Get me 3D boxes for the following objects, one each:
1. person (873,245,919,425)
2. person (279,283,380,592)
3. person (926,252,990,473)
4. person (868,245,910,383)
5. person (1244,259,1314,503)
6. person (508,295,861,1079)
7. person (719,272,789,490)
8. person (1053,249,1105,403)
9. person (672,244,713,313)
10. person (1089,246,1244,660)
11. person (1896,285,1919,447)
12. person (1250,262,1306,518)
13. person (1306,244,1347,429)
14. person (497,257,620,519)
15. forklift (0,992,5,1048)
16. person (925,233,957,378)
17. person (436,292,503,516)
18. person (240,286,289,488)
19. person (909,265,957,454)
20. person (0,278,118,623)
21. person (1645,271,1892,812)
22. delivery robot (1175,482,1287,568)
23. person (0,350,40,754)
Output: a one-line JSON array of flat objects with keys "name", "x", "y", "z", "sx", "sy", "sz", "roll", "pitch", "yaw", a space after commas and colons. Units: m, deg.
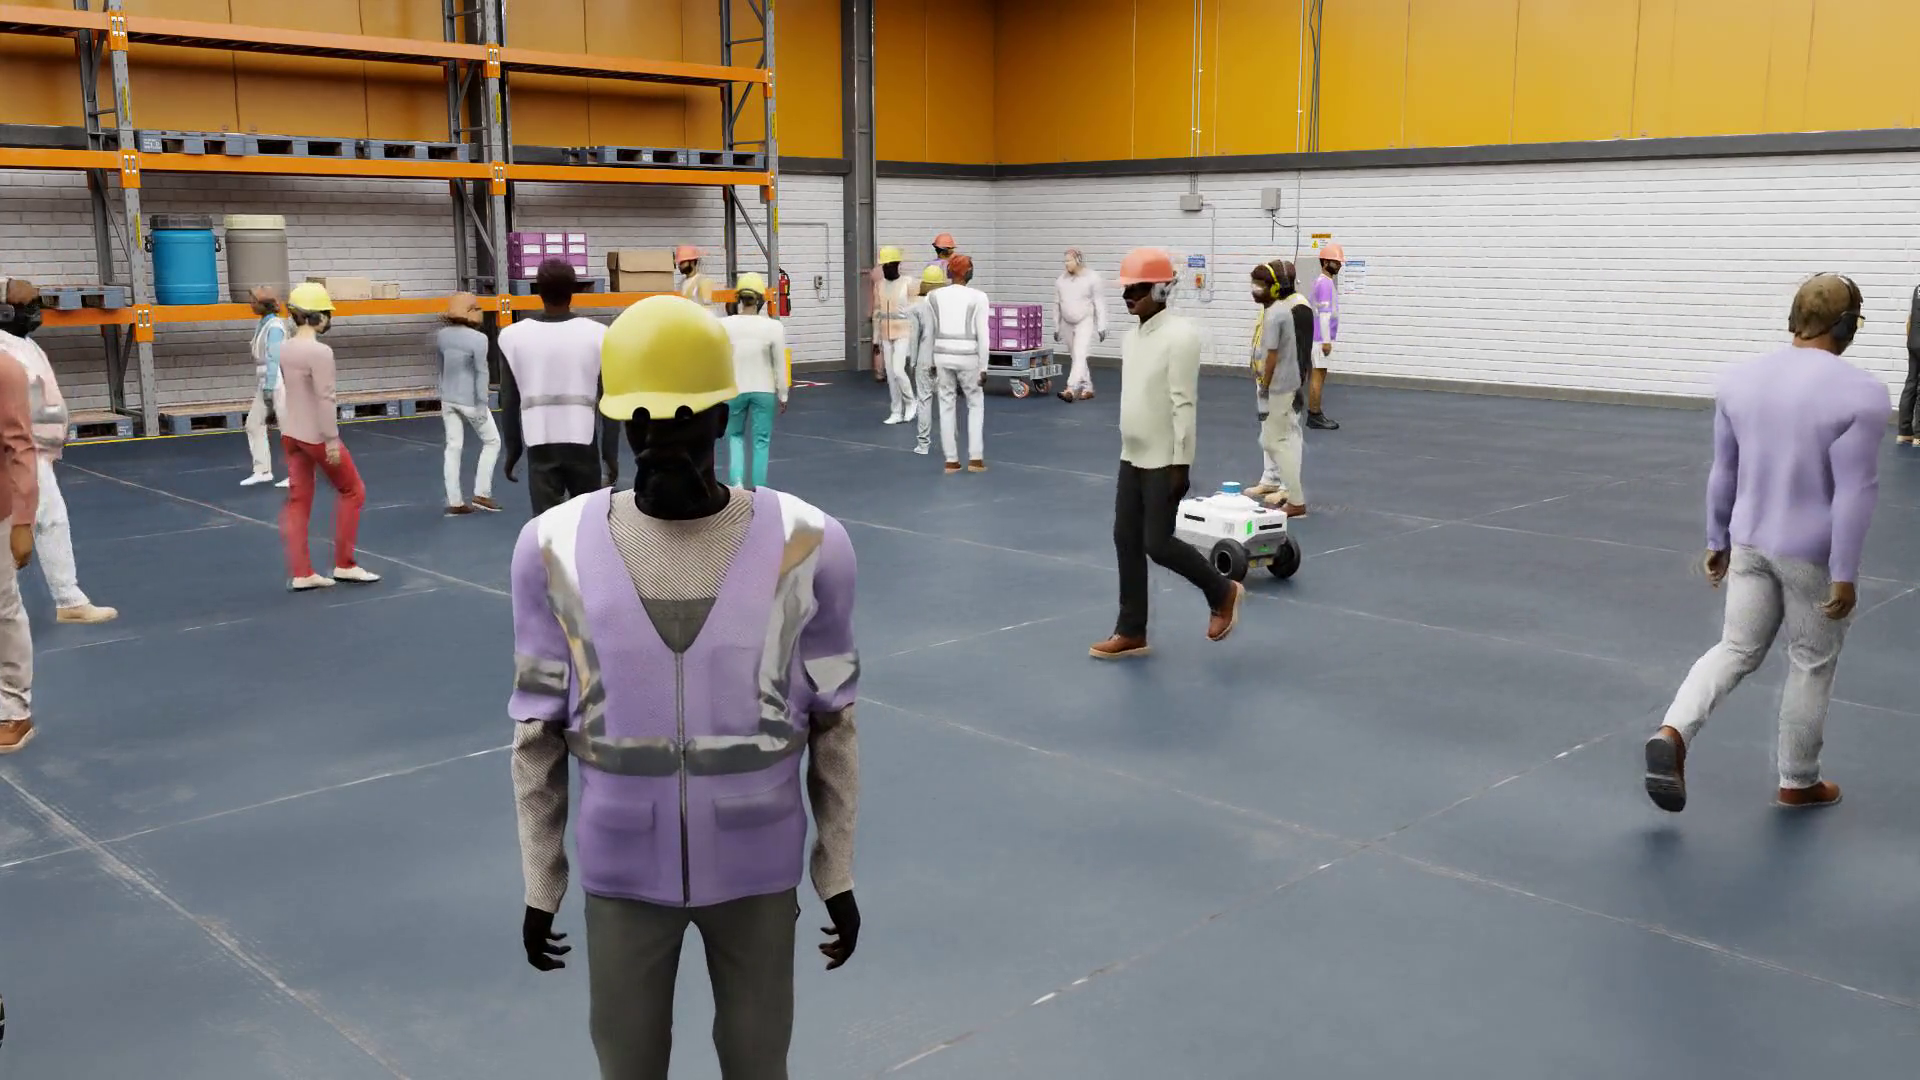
[{"name": "person", "x": -0.694, "y": -2.173, "z": 17.742, "sx": 0.627, "sy": 1.908, "sz": 0.424, "roll": 8, "pitch": 13, "yaw": 38}, {"name": "person", "x": -3.619, "y": -0.587, "z": 9.516, "sx": 0.546, "sy": 1.747, "sz": 0.594, "roll": 8, "pitch": 13, "yaw": 38}, {"name": "person", "x": -0.014, "y": -1.497, "z": 14.150, "sx": 0.596, "sy": 1.877, "sz": 0.461, "roll": 3, "pitch": 11, "yaw": 17}, {"name": "person", "x": -0.966, "y": -3.086, "z": 22.837, "sx": 0.755, "sy": 1.883, "sz": 0.429, "roll": 5, "pitch": 12, "yaw": 27}, {"name": "person", "x": 2.417, "y": -1.201, "z": 12.641, "sx": 0.429, "sy": 1.840, "sz": 0.634, "roll": -3, "pitch": 11, "yaw": -16}, {"name": "person", "x": -0.462, "y": 0.550, "z": 2.854, "sx": 0.594, "sy": 1.924, "sz": 0.382, "roll": -1, "pitch": 10, "yaw": -5}, {"name": "person", "x": -1.522, "y": -1.075, "z": 12.172, "sx": 0.549, "sy": 1.755, "sz": 0.383, "roll": 0, "pitch": 10, "yaw": 0}, {"name": "person", "x": 1.392, "y": -2.595, "z": 20.228, "sx": 0.655, "sy": 1.844, "sz": 1.010, "roll": 7, "pitch": 13, "yaw": 34}, {"name": "person", "x": -2.952, "y": -2.290, "z": 18.351, "sx": 0.415, "sy": 1.920, "sz": 0.563, "roll": -10, "pitch": 14, "yaw": -42}, {"name": "person", "x": 0.980, "y": -0.407, "z": 7.930, "sx": 0.669, "sy": 1.976, "sz": 0.615, "roll": -5, "pitch": 11, "yaw": -25}, {"name": "person", "x": 9.283, "y": -1.813, "z": 15.966, "sx": 0.344, "sy": 1.845, "sz": 0.506, "roll": 0, "pitch": 10, "yaw": -2}, {"name": "person", "x": 2.270, "y": -1.050, "z": 11.839, "sx": 0.499, "sy": 1.831, "sz": 0.545, "roll": 2, "pitch": 11, "yaw": 13}, {"name": "person", "x": 3.838, "y": -2.131, "z": 17.463, "sx": 0.376, "sy": 1.933, "sz": 0.545, "roll": 2, "pitch": 11, "yaw": 9}, {"name": "person", "x": -2.041, "y": -0.486, "z": 8.543, "sx": 0.593, "sy": 1.918, "sz": 0.416, "roll": -2, "pitch": 11, "yaw": -10}, {"name": "forklift", "x": -3.245, "y": 0.323, "z": 3.363, "sx": 2.313, "sy": 2.155, "sz": 1.214, "roll": 2, "pitch": 11, "yaw": 13}, {"name": "person", "x": -0.220, "y": -3.101, "z": 22.447, "sx": 0.379, "sy": 2.041, "sz": 0.616, "roll": -6, "pitch": 12, "yaw": -32}, {"name": "person", "x": -3.564, "y": -0.978, "z": 12.039, "sx": 0.517, "sy": 1.618, "sz": 0.463, "roll": 5, "pitch": 11, "yaw": 25}, {"name": "person", "x": -5.546, "y": -1.206, "z": 13.248, "sx": 0.616, "sy": 1.613, "sz": 0.554, "roll": -7, "pitch": 12, "yaw": -33}, {"name": "person", "x": -0.240, "y": -1.666, "z": 15.435, "sx": 0.487, "sy": 1.746, "sz": 0.289, "roll": -2, "pitch": 11, "yaw": -12}, {"name": "person", "x": -4.935, "y": -0.445, "z": 8.611, "sx": 0.849, "sy": 1.814, "sz": 0.633, "roll": -3, "pitch": 11, "yaw": -15}, {"name": "person", "x": 2.767, "y": 0.045, "z": 5.680, "sx": 0.848, "sy": 1.915, "sz": 0.636, "roll": -6, "pitch": 12, "yaw": -28}, {"name": "delivery robot", "x": 1.602, "y": -0.100, "z": 9.889, "sx": 0.477, "sy": 0.478, "sz": 0.707, "roll": -7, "pitch": 12, "yaw": -32}, {"name": "person", "x": -3.790, "y": -0.082, "z": 6.199, "sx": 0.635, "sy": 1.954, "sz": 0.861, "roll": -1, "pitch": 10, "yaw": -6}]
